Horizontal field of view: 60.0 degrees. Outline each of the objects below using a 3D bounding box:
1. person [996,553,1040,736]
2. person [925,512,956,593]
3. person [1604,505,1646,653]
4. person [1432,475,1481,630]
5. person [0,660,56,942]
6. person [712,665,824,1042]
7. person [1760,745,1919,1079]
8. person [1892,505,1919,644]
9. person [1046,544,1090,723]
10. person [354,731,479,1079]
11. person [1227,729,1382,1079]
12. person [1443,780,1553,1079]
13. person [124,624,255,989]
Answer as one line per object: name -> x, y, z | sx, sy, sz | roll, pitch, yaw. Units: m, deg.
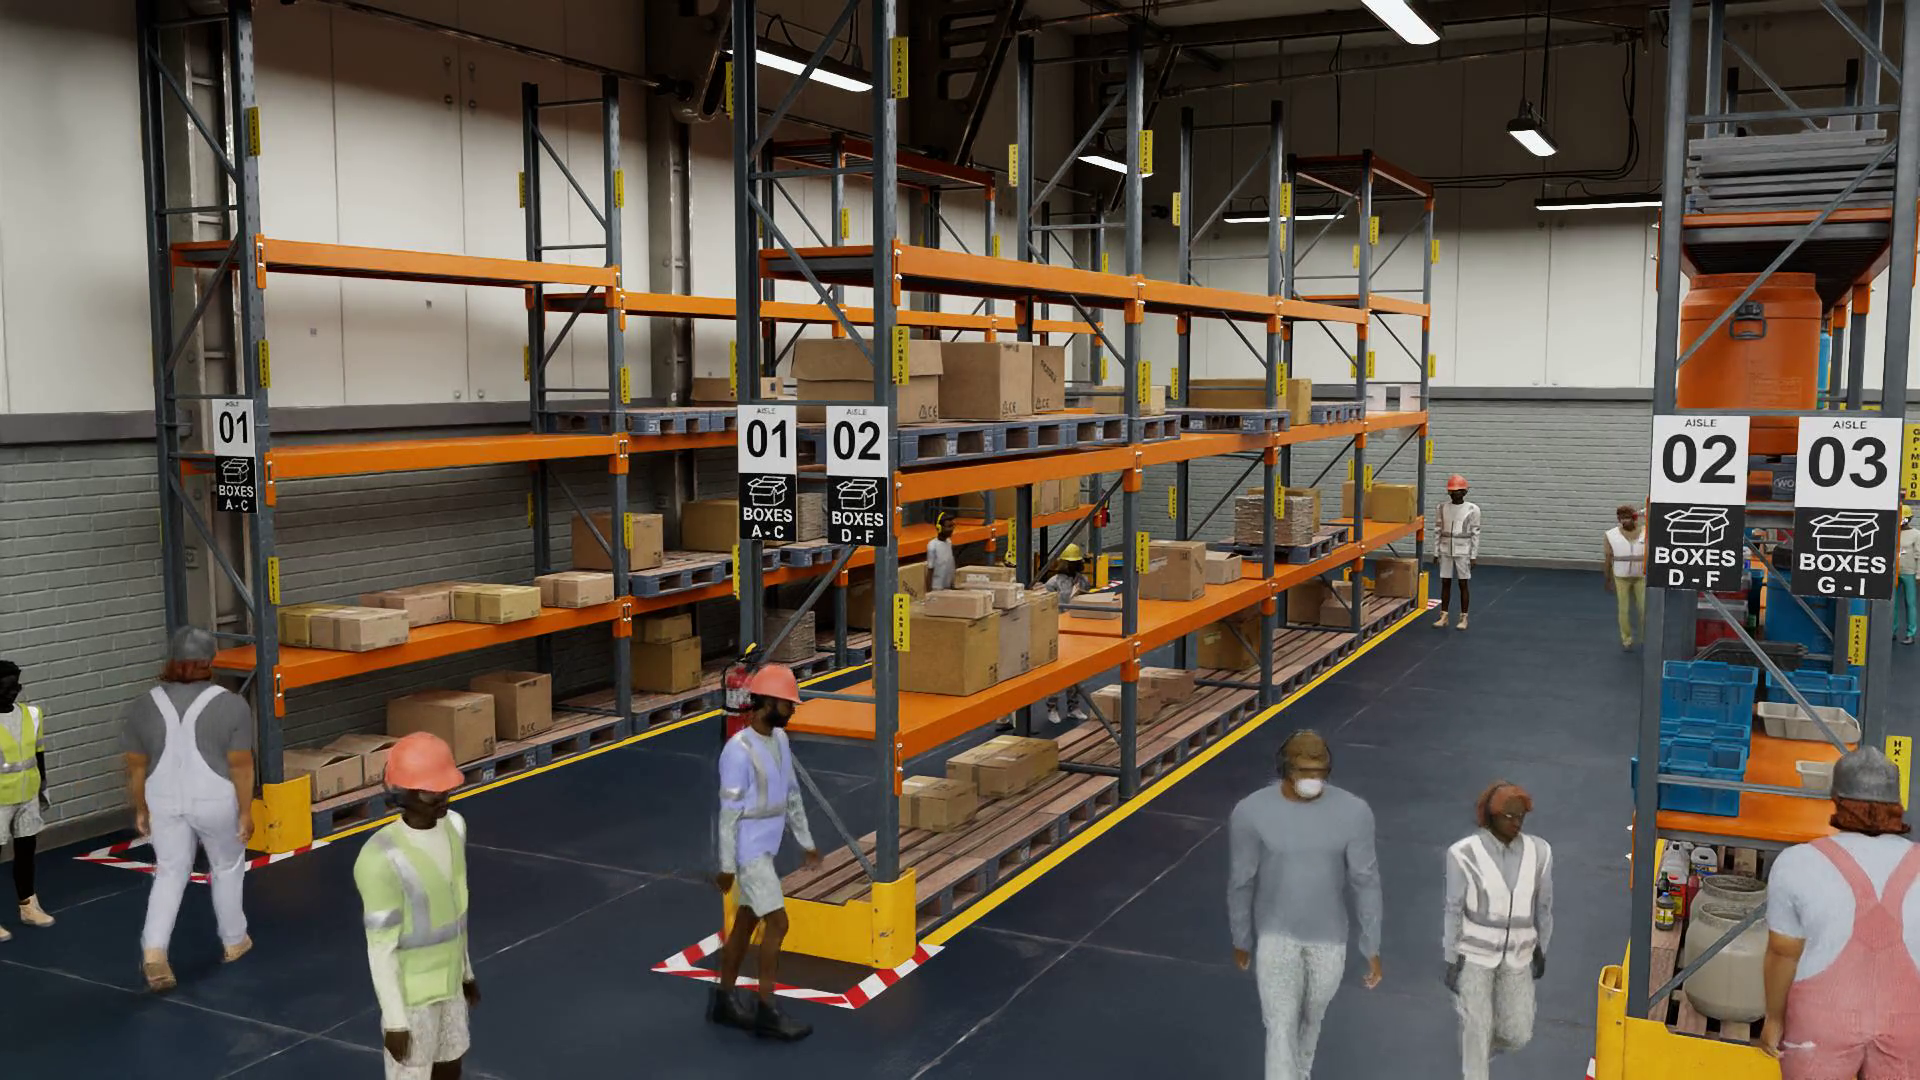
person -> 0.523, 0.947, 15.607 | 0.312, 1.768, 0.530 | -4, 7, -37
person -> -0.226, 0.614, 18.415 | 0.353, 1.855, 0.523 | 3, 6, 24
person -> 8.059, 0.472, 20.021 | 0.617, 1.802, 0.459 | 1, 6, 10
person -> 6.510, 0.166, 21.860 | 0.608, 2.044, 0.370 | 5, 7, 37
person -> -5.761, 1.556, 10.047 | 0.318, 1.690, 0.536 | 2, 6, 23
person -> -0.970, 1.600, 8.600 | 0.738, 1.896, 0.551 | 2, 6, 15
person -> 3.366, 1.771, 6.269 | 0.688, 2.000, 0.536 | 1, 6, 13
person -> 11.753, 0.420, 20.781 | 0.343, 1.756, 0.528 | -4, 7, -32
person -> 1.067, 0.900, 16.165 | 0.488, 1.743, 0.319 | -3, 7, -28
person -> -2.076, 1.746, 6.524 | 0.387, 2.041, 0.614 | 2, 6, 14
person -> 1.494, 1.750, 7.203 | 0.635, 1.879, 1.011 | 0, 6, -2
person -> 2.379, 1.853, 7.489 | 0.521, 1.627, 0.495 | -1, 6, -7
person -> -4.317, 1.454, 9.348 | 0.693, 2.000, 0.914 | 0, 6, -4
